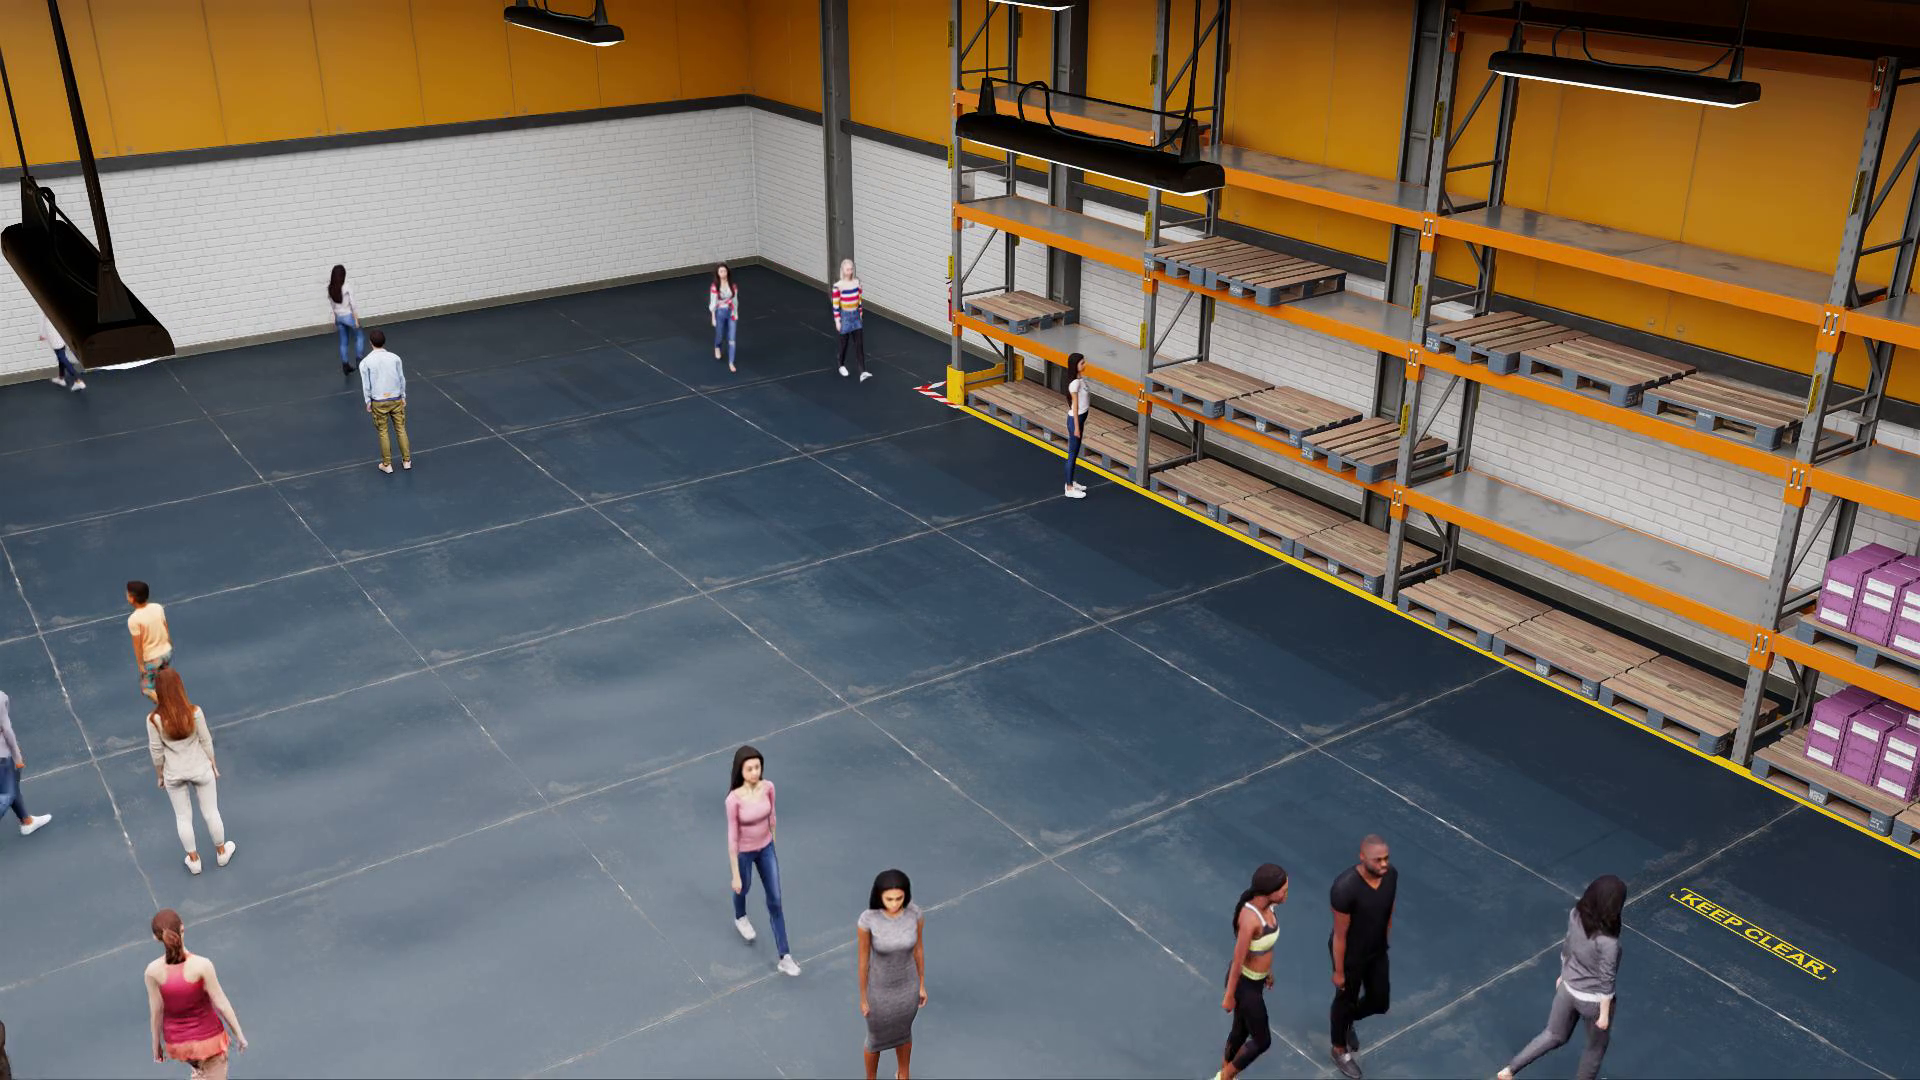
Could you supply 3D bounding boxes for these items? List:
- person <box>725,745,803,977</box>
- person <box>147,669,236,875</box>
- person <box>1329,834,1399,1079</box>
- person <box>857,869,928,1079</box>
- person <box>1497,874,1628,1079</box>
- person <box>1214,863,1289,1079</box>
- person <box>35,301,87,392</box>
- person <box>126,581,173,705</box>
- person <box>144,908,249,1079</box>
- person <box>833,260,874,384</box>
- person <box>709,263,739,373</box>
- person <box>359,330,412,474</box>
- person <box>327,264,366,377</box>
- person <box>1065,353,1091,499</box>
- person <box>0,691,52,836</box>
[{"bbox_3d":[-1.522,2.213,11.852,0.592,1.694,1.112,-16,28,-32],"label":"person"},{"bbox_3d":[-5.951,1.788,12.809,0.650,1.706,0.635,-9,25,-19],"label":"person"},{"bbox_3d":[2.519,2.630,10.753,0.741,1.810,0.781,-10,25,-21],"label":"person"},{"bbox_3d":[-0.434,2.810,10.378,0.635,1.781,0.600,-8,25,-18],"label":"person"},{"bbox_3d":[3.797,2.857,10.325,0.844,1.736,1.012,-7,25,-16],"label":"person"},{"bbox_3d":[1.730,2.781,10.507,0.736,1.730,0.717,14,27,29],"label":"person"},{"bbox_3d":[-12.757,-2.941,23.580,1.154,1.744,0.959,11,26,23],"label":"person"},{"bbox_3d":[-7.122,1.048,14.823,0.836,1.449,0.731,10,25,21],"label":"person"},{"bbox_3d":[-4.611,3.036,9.930,0.806,1.725,0.841,0,24,0],"label":"person"},{"bbox_3d":[-1.650,-3.179,24.108,0.734,1.758,1.118,-13,27,-28],"label":"person"},{"bbox_3d":[-3.502,-3.332,24.664,0.753,1.593,1.042,-9,25,-19],"label":"person"},{"bbox_3d":[-7.153,-1.737,20.741,0.669,1.812,0.548,-15,28,-31],"label":"person"},{"bbox_3d":[-9.029,-3.195,24.321,0.768,1.616,0.834,6,24,14],"label":"person"},{"bbox_3d":[1.386,-1.392,19.997,0.720,1.775,0.658,4,24,9],"label":"person"},{"bbox_3d":[-7.615,1.701,13.001,1.095,1.711,1.065,8,25,18],"label":"person"}]
